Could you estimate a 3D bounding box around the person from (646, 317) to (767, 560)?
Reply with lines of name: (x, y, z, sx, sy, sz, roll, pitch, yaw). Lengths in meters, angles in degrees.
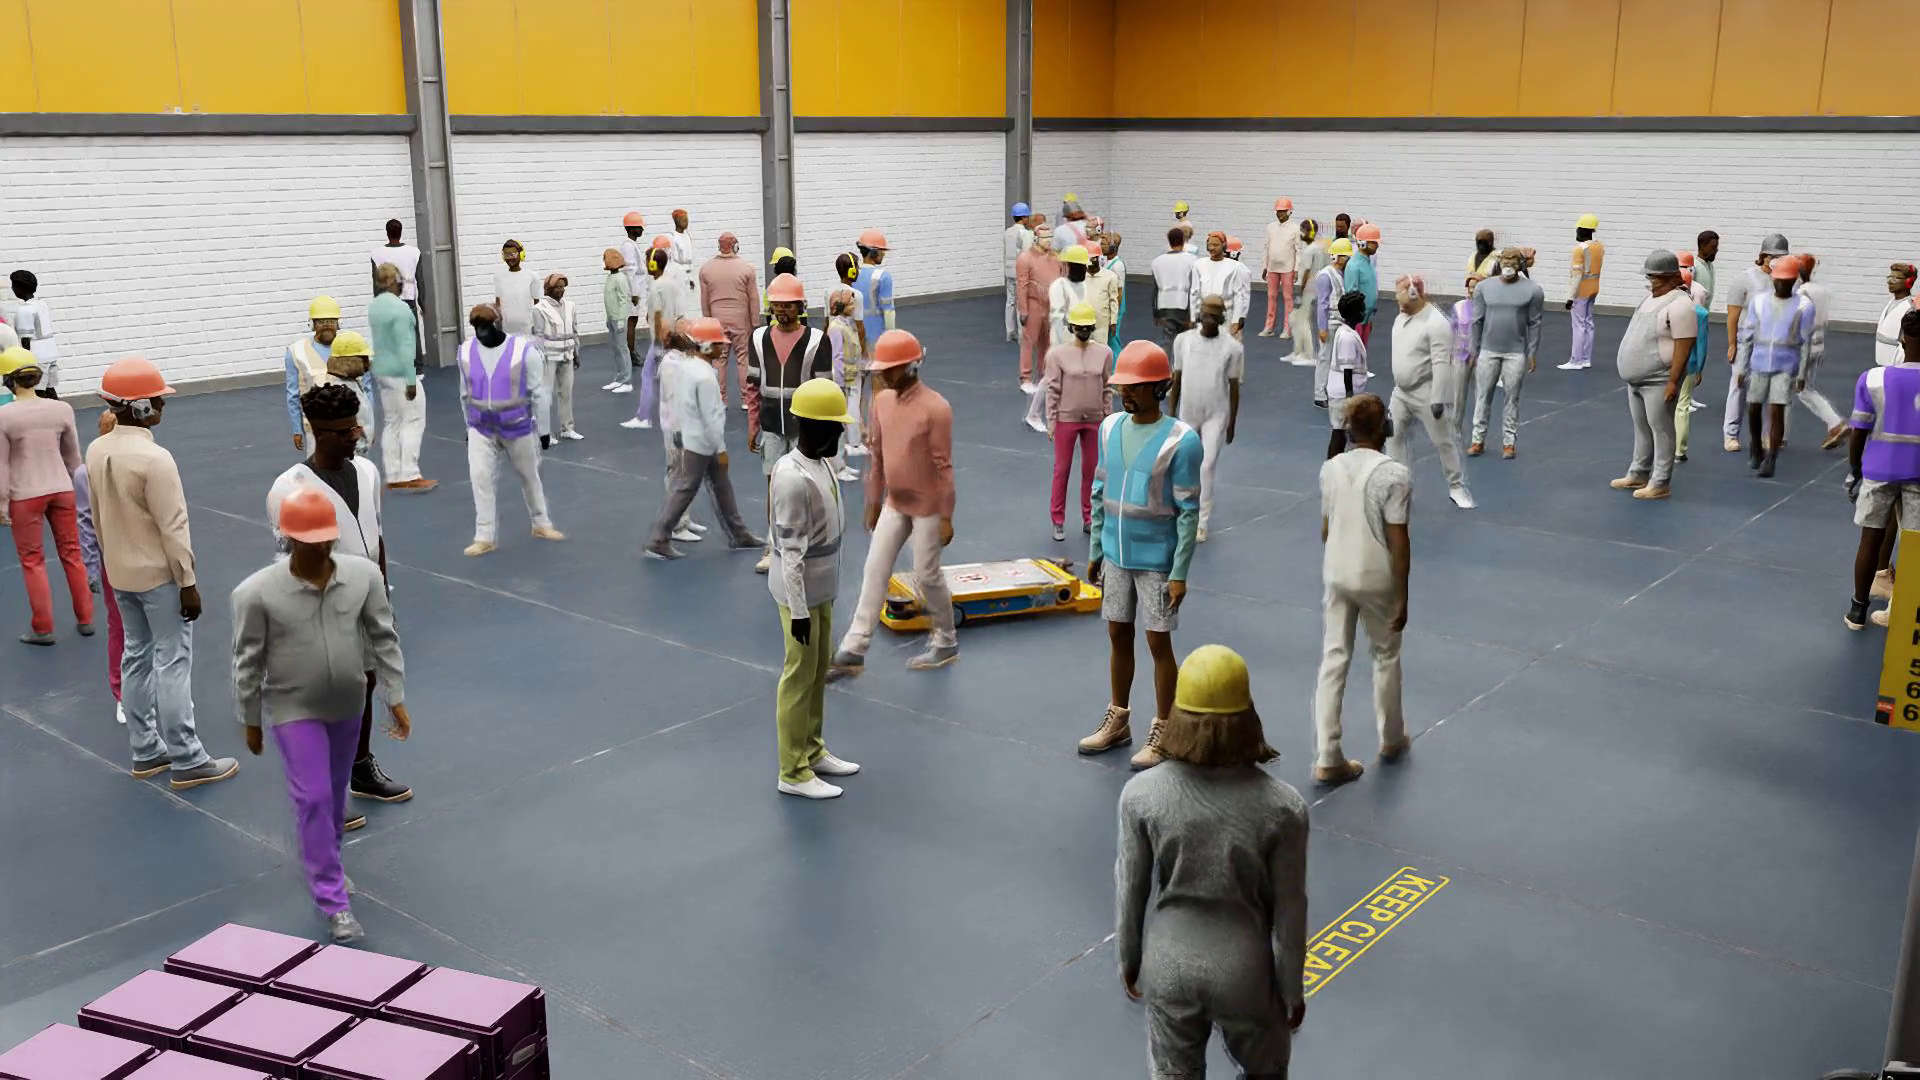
person: (-1.819, -0.710, 11.703, 0.914, 1.706, 0.590, -4, 15, -15)

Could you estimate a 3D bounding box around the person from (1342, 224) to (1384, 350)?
person: (4.271, -2.362, 17.725, 0.406, 1.987, 0.615, 9, 16, 31)

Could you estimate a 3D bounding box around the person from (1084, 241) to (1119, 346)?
person: (1.471, -2.447, 18.532, 0.574, 1.749, 0.337, 4, 15, 17)

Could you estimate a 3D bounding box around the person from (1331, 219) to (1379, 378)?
person: (4.778, -2.910, 20.074, 0.407, 1.906, 0.655, -12, 18, -40)

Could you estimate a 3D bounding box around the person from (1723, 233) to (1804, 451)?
person: (7.513, -1.834, 15.503, 0.682, 2.000, 0.537, 0, 14, 1)

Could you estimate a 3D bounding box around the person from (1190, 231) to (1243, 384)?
person: (2.789, -2.433, 18.218, 0.575, 1.882, 0.361, 7, 16, 25)

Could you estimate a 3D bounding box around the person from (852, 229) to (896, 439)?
person: (-0.849, -1.962, 16.023, 0.614, 2.034, 0.392, 10, 17, 36)

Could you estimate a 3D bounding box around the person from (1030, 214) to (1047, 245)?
person: (1.244, -4.353, 26.423, 0.417, 1.621, 0.544, 5, 15, 20)

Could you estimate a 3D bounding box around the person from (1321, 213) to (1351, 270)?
person: (4.885, -3.214, 21.285, 0.593, 1.911, 0.381, 12, 18, 40)

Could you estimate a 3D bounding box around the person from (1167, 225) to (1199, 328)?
person: (3.163, -3.706, 23.876, 0.527, 1.598, 0.847, 7, 16, 27)

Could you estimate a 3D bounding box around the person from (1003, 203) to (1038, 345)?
person: (0.829, -3.701, 23.151, 0.387, 1.948, 0.602, -9, 17, -33)

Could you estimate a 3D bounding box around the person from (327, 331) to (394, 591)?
person: (-3.835, -0.462, 10.627, 0.315, 1.741, 0.494, -2, 14, -9)

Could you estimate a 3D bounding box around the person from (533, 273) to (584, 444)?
person: (-3.867, -1.740, 15.965, 0.318, 1.630, 0.513, 9, 17, 33)

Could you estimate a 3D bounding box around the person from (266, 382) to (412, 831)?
person: (-2.696, 0.280, 7.236, 0.385, 1.957, 0.603, 5, 15, 19)

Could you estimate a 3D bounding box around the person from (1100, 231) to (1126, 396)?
person: (1.682, -2.541, 18.725, 0.345, 1.846, 0.508, -3, 14, -11)

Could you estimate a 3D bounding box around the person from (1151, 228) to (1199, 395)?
person: (2.452, -2.607, 18.984, 0.602, 1.843, 0.969, 5, 15, 20)

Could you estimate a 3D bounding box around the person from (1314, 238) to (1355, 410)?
person: (4.042, -2.320, 17.867, 0.403, 1.830, 0.600, 12, 18, 39)

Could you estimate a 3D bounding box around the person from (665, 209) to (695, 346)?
person: (-3.829, -3.580, 22.800, 0.357, 1.883, 0.574, 5, 15, 21)

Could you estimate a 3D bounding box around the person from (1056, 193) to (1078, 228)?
person: (1.933, -5.244, 29.586, 0.426, 1.824, 0.606, -7, 16, -26)

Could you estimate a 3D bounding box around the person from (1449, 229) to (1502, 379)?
person: (6.146, -2.775, 19.767, 0.899, 1.792, 0.621, -8, 16, -29)

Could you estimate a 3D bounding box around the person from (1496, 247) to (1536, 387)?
person: (6.484, -2.589, 19.370, 0.322, 1.628, 0.527, 10, 17, 35)

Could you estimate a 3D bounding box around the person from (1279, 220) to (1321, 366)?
person: (4.272, -3.127, 21.083, 0.608, 1.839, 0.549, 5, 15, 18)

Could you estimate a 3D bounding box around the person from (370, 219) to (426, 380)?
person: (-6.652, -2.838, 19.761, 0.596, 1.918, 0.384, -7, 16, -26)

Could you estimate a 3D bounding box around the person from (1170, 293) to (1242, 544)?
person: (1.800, -0.910, 12.227, 0.526, 1.832, 0.526, 6, 15, 22)

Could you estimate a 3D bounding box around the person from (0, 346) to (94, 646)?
person: (-5.431, -0.262, 9.801, 0.353, 1.757, 0.524, 9, 17, 32)

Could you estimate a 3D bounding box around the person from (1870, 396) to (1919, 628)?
person: (5.868, -0.453, 9.984, 0.683, 2.000, 0.538, -2, 14, -8)

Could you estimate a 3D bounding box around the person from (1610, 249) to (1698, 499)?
person: (5.653, -1.362, 13.616, 0.535, 2.000, 0.685, -1, 14, -4)

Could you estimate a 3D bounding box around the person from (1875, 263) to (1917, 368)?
person: (8.157, -1.485, 14.494, 0.372, 1.847, 0.570, 3, 14, 11)

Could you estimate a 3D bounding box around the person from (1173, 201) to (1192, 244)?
person: (3.688, -4.761, 27.777, 0.339, 1.761, 0.524, -4, 15, -17)

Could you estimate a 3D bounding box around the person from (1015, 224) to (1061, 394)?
person: (0.932, -2.633, 18.969, 0.649, 1.906, 0.401, -12, 18, -39)

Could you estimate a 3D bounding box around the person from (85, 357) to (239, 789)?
person: (-3.702, 0.158, 7.636, 0.608, 1.995, 0.377, 8, 16, 30)

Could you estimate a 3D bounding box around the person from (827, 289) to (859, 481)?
person: (-1.023, -1.336, 14.324, 0.314, 1.641, 0.515, 0, 14, 2)

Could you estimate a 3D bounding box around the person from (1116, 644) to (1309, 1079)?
person: (0.649, 1.110, 4.341, 0.511, 1.729, 0.354, 5, 15, 19)

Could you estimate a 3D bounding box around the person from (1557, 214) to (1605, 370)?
person: (7.750, -3.080, 20.705, 0.589, 1.930, 0.356, -12, 19, -40)

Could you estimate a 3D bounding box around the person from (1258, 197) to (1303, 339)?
person: (4.592, -3.885, 23.788, 0.611, 1.996, 0.379, 11, 18, 38)
